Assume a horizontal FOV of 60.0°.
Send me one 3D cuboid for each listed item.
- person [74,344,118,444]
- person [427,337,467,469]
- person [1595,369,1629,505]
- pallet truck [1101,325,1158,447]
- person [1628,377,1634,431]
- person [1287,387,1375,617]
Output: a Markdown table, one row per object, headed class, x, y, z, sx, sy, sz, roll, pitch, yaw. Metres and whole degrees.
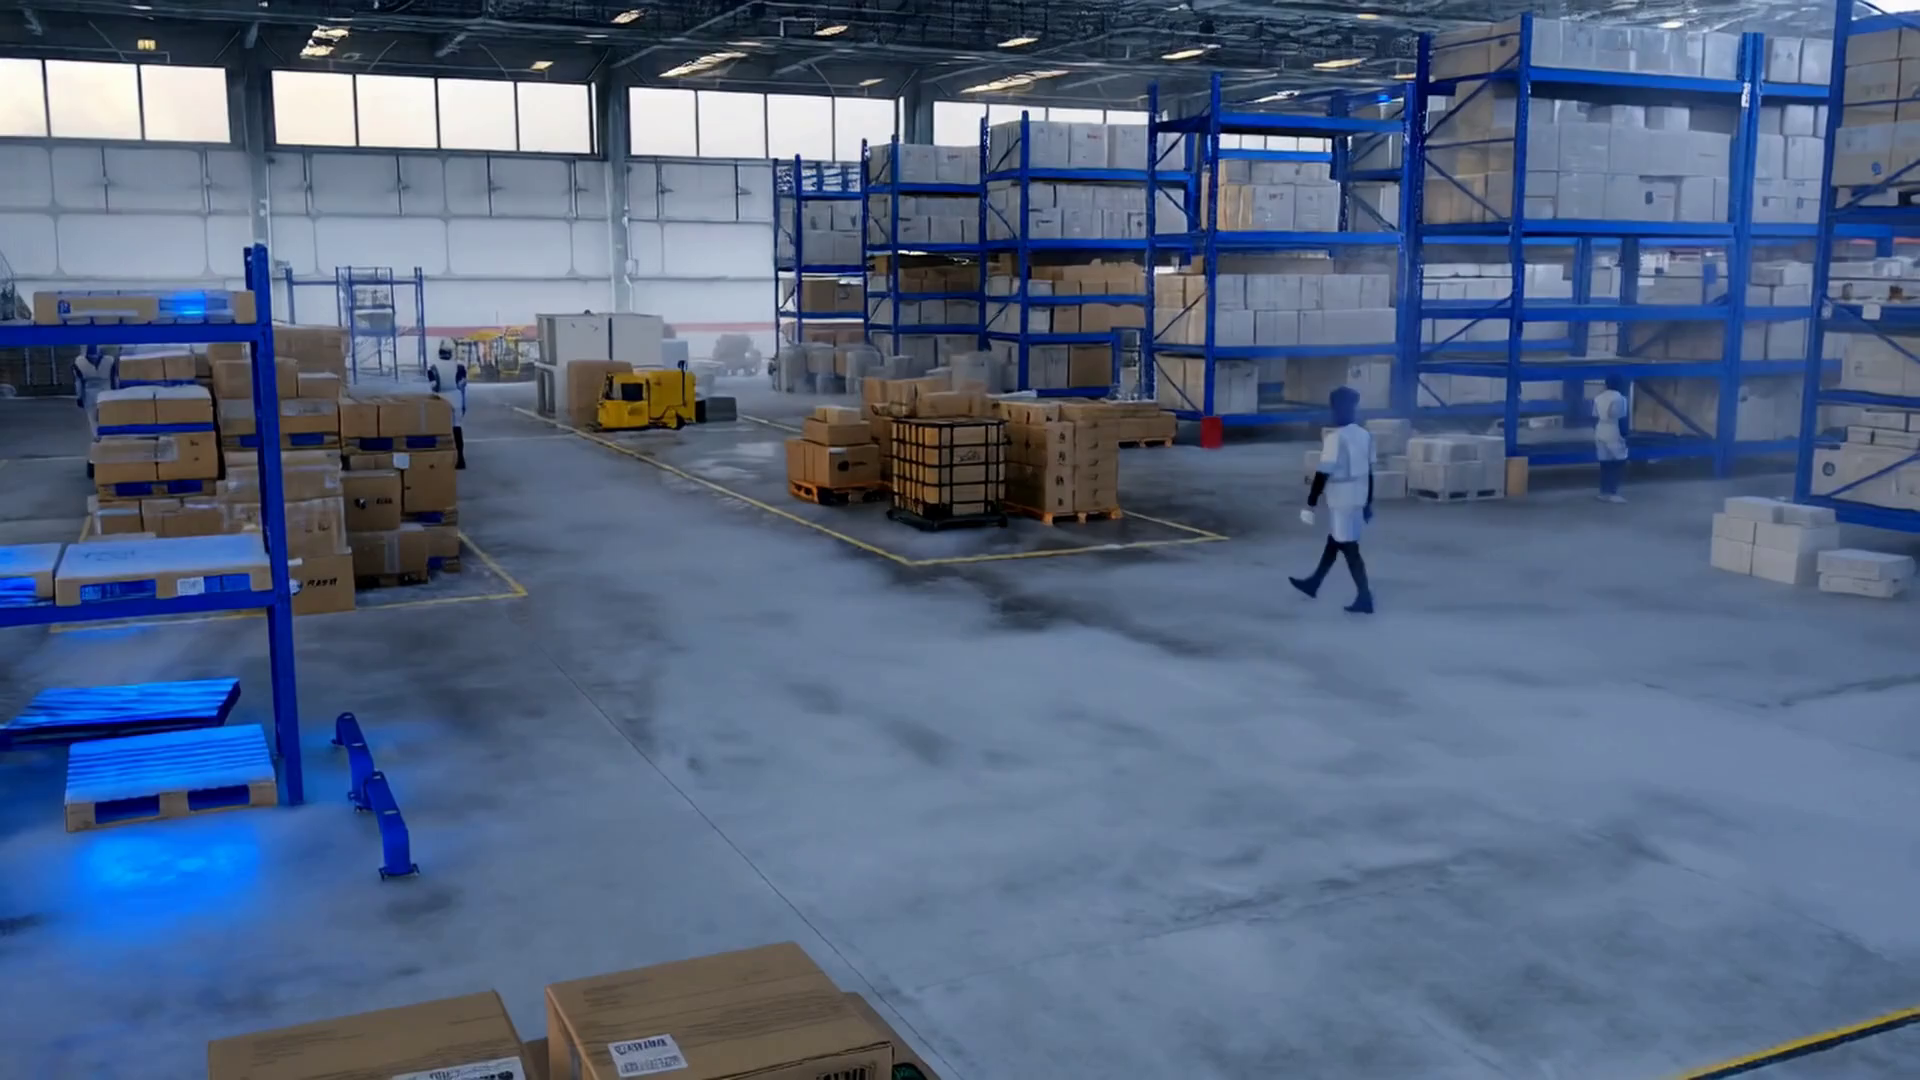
| class | x | y | z | sx | sy | sz | roll | pitch | yaw |
| --- | --- | --- | --- | --- | --- | --- | --- | --- | --- |
| person | -13.759 | -2.322 | 26.521 | 0.613 | 1.899 | 0.448 | -5 | 10 | -28 |
| person | -7.517 | -1.995 | 24.384 | 0.552 | 1.935 | 0.373 | -4 | 10 | -22 |
| person | 8.113 | -1.280 | 20.700 | 0.365 | 1.690 | 0.569 | -3 | 10 | -16 |
| pallet truck | 2.881 | -2.596 | 27.923 | 0.823 | 1.965 | 1.885 | -1 | 9 | -7 |
| person | 11.873 | -2.786 | 29.384 | 0.399 | 1.909 | 0.642 | 1 | 9 | 5 |
| person | 3.184 | -0.339 | 14.169 | 0.987 | 1.915 | 0.609 | 9 | 13 | 43 |
